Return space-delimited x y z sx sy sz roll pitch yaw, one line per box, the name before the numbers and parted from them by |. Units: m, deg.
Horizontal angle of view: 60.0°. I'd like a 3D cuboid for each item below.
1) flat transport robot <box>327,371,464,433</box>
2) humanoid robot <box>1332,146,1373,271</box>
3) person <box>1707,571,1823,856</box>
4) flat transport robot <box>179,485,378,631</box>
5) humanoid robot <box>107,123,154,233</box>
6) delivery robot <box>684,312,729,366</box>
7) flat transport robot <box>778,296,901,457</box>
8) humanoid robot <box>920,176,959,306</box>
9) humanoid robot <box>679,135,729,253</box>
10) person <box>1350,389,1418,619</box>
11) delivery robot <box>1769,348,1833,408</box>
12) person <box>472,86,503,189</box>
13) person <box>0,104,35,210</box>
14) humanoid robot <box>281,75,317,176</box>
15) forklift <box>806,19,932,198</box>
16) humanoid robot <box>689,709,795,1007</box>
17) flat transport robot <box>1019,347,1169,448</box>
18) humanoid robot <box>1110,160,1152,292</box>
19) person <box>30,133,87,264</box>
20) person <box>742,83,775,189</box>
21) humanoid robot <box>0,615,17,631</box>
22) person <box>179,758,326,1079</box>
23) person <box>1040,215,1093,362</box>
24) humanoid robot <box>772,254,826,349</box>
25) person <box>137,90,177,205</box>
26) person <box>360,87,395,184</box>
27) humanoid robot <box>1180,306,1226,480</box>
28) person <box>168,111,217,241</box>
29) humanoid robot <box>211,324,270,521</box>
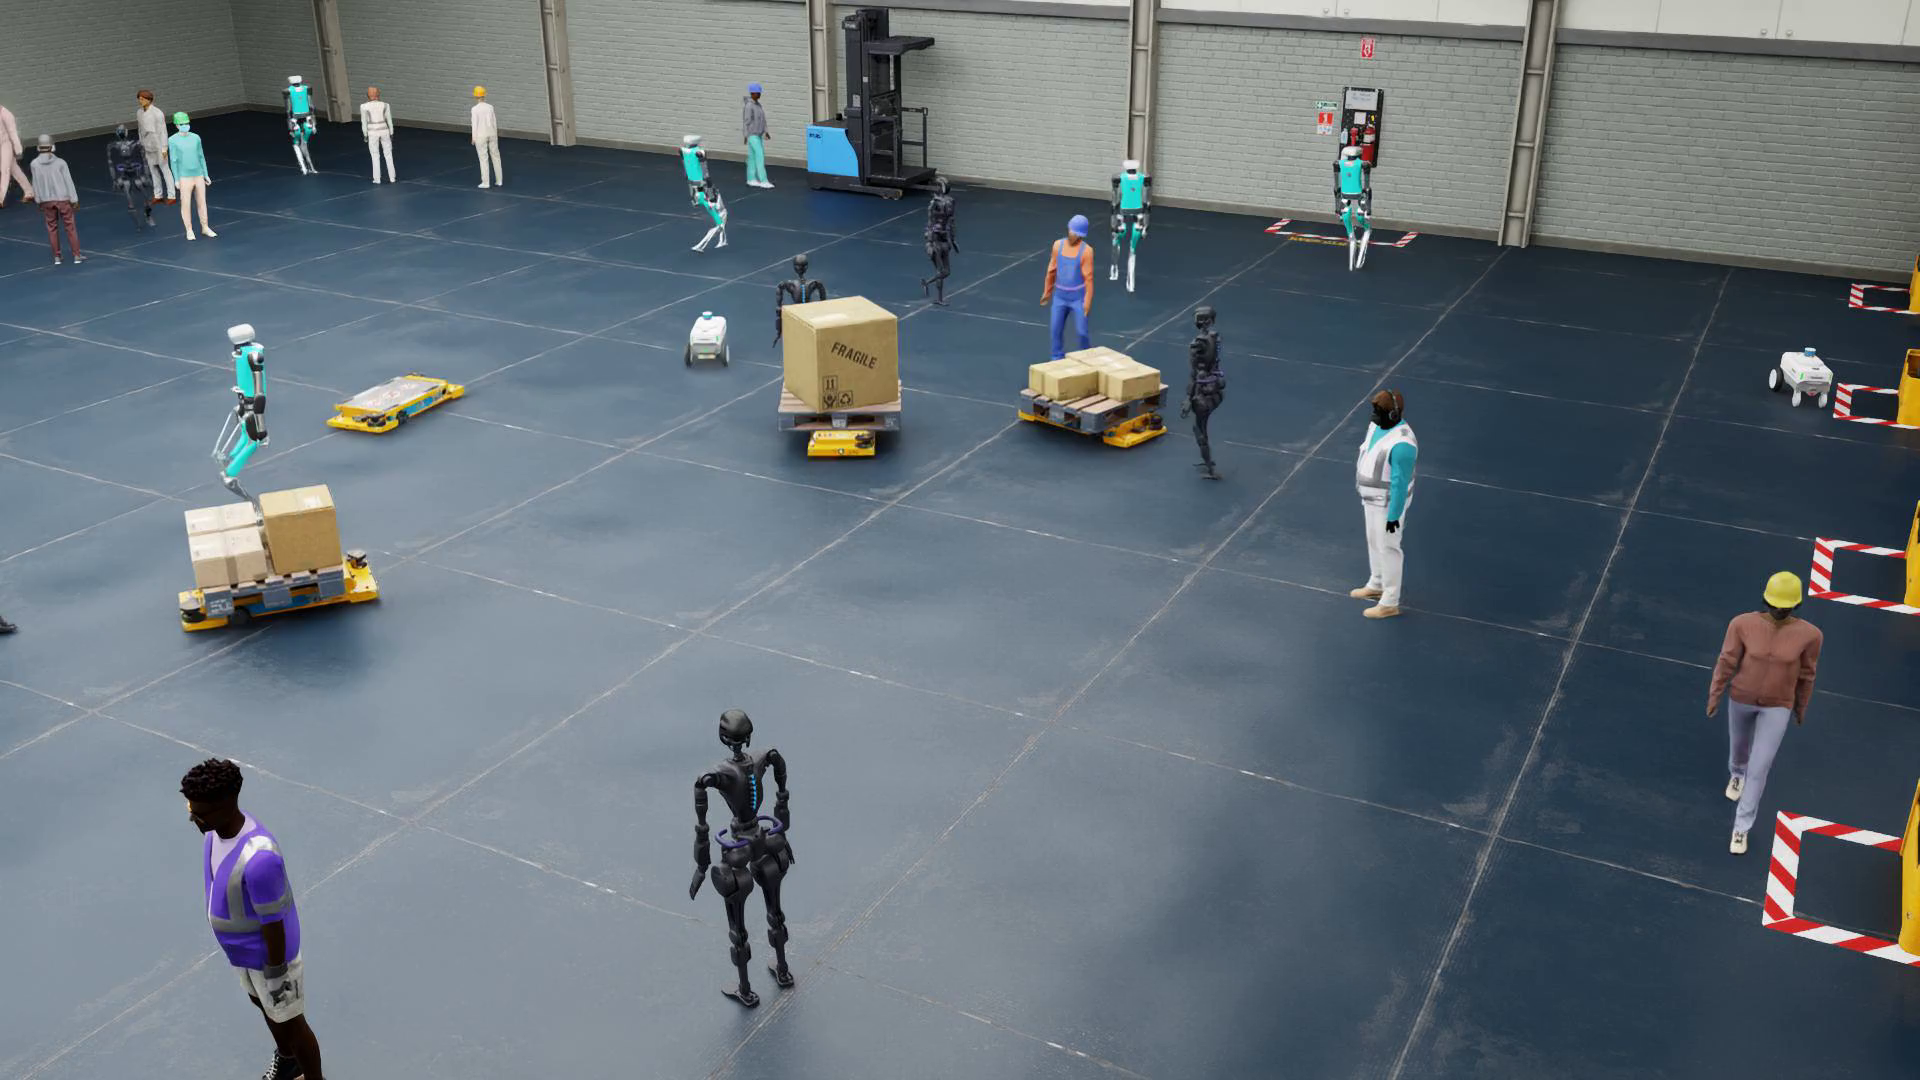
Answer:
flat transport robot | -5.942 -1.455 17.550 0.659 0.231 1.431 8 25 19
humanoid robot | 5.468 -4.517 22.946 0.573 1.884 0.785 15 27 31
person | 4.853 0.955 10.098 0.540 1.716 0.912 13 26 28
flat transport robot | -5.452 0.379 13.281 1.431 0.231 0.659 -11 26 -24
humanoid robot | -12.572 -5.510 25.201 0.584 1.634 0.520 -10 25 -23
delivery robot | -2.907 -2.344 19.220 0.499 0.564 0.744 0 23 -1
flat transport robot | -1.200 -1.172 16.890 0.659 0.231 1.431 -1 23 -2
humanoid robot | -0.324 -3.856 21.357 0.516 1.637 0.587 15 28 32
humanoid robot | -3.573 -4.945 23.784 0.537 1.721 0.978 21 31 40
person | 3.272 -0.290 12.876 0.432 1.833 0.639 -2 23 -4
delivery robot | 9.112 -1.774 17.954 0.499 0.614 0.791 4 23 8
person | -8.070 -6.843 28.278 0.315 1.700 0.473 21 31 40
person | -15.508 -6.307 26.843 0.658 1.849 1.009 14 27 30
humanoid robot | -11.671 -7.288 29.287 0.835 1.793 0.605 21 31 40
forklift | -1.573 -7.292 27.850 1.873 2.768 1.129 12 26 25
humanoid robot | -1.110 1.624 8.581 0.599 1.657 0.315 -16 28 -33
flat transport robot | 1.359 -1.261 17.099 1.431 0.231 0.659 20 30 39
humanoid robot | 2.204 -4.243 22.217 0.546 1.791 0.911 -2 23 -5
person | -12.697 -4.792 23.375 0.552 1.806 0.381 -5 24 -12
person | -3.378 -6.852 28.226 0.724 1.748 0.576 8 25 19
humanoid robot | -7.483 0.038 12.306 0.629 1.628 0.612 -20 30 -38
person | -3.257 1.862 7.697 0.381 1.957 0.600 -21 31 -40
person | 1.197 -2.681 18.383 0.609 1.877 0.401 12 26 25
humanoid robot | -1.678 -2.176 17.448 0.595 1.647 0.345 -8 24 -18
person | -13.097 -6.377 27.031 0.501 1.833 0.366 6 24 13
person | -10.014 -6.968 28.657 0.520 1.635 0.312 -13 26 -27
humanoid robot | 2.311 -1.374 15.593 0.364 1.649 0.603 15 27 31
person | -11.452 -5.429 24.768 0.514 1.875 0.363 -21 31 -40
humanoid robot | -6.326 -0.972 14.532 0.657 1.778 0.534 -16 28 -33
